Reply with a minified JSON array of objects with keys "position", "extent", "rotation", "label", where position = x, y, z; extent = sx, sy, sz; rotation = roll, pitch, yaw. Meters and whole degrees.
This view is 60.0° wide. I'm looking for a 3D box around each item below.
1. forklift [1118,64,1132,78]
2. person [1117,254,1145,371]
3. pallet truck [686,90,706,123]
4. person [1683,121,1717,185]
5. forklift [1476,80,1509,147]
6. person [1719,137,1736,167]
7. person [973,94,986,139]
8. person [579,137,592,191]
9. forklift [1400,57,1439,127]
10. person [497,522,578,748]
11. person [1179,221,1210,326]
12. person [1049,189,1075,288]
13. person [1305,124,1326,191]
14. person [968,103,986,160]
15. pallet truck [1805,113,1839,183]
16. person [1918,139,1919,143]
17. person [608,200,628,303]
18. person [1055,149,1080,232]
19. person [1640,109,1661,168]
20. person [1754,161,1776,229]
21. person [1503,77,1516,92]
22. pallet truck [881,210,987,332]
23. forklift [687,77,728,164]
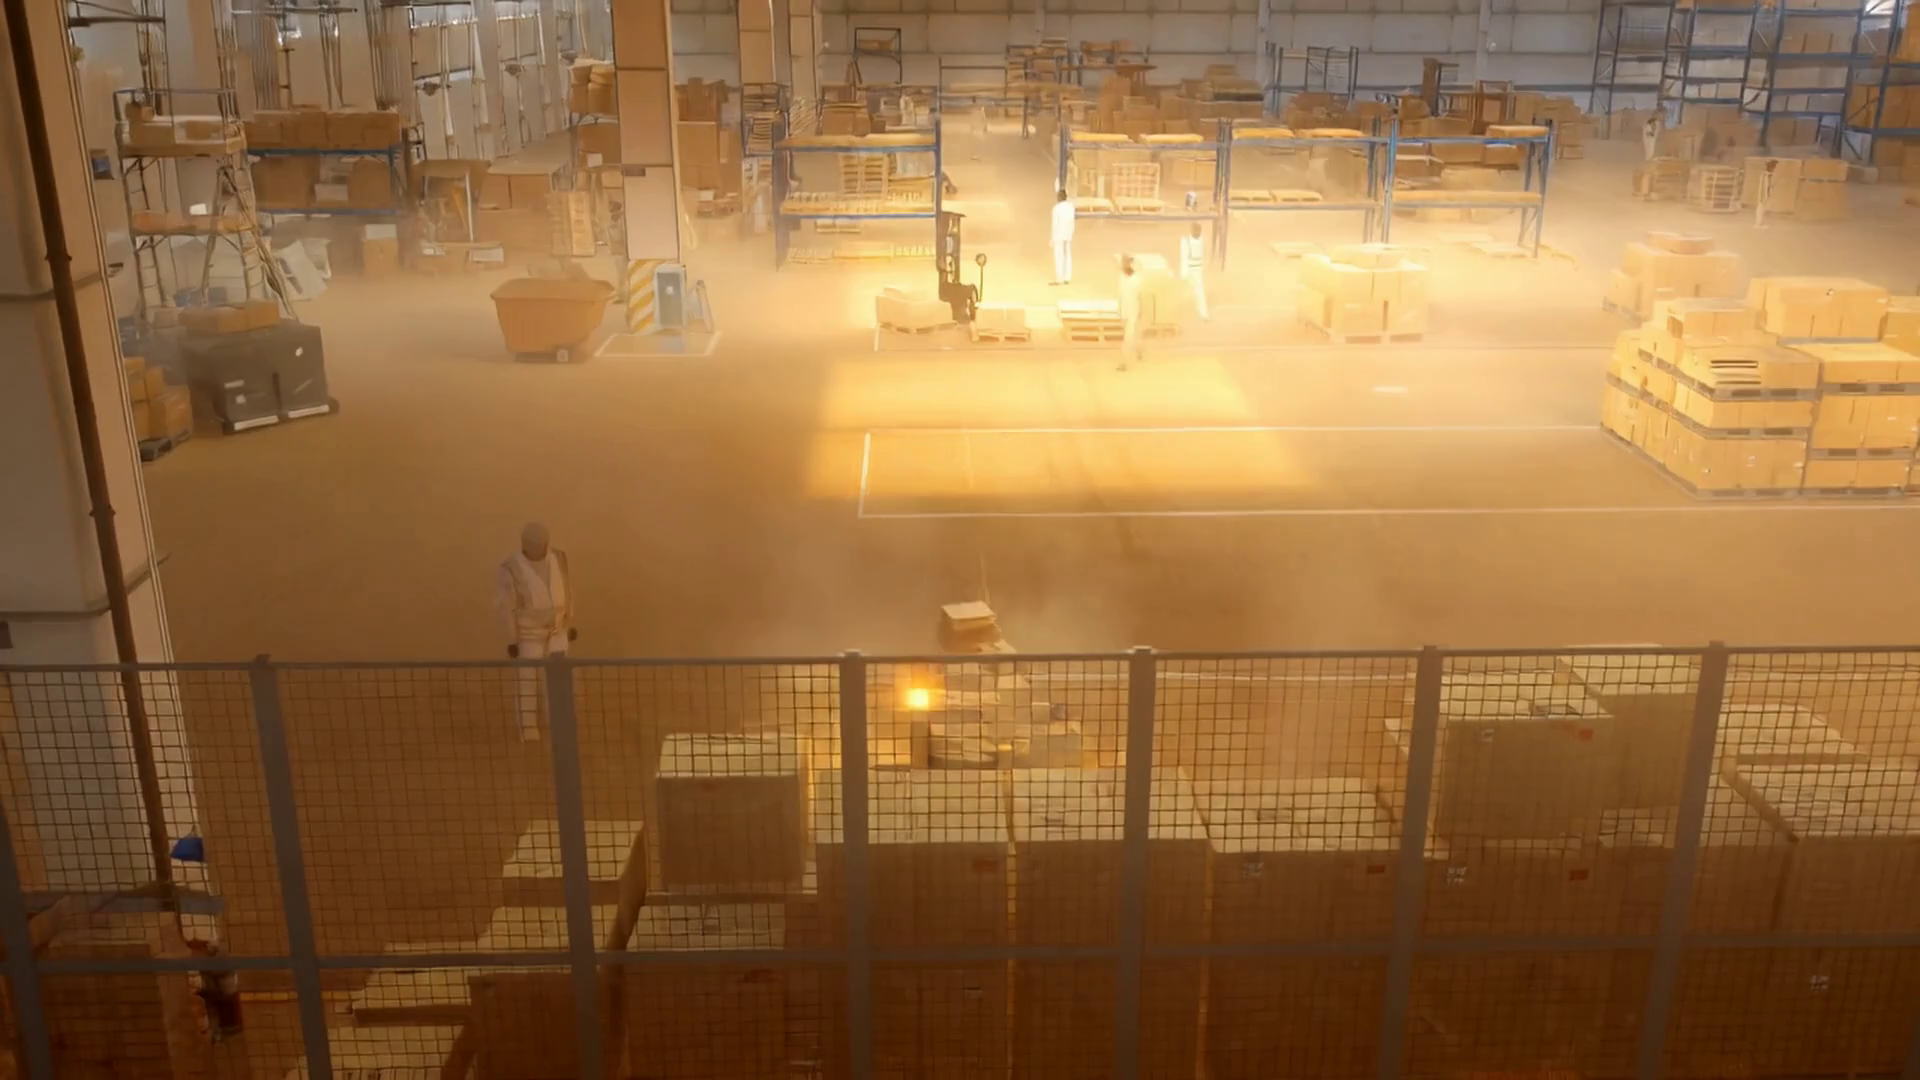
[{"position":[6.251,-16.612,63.152],"extent":[1.873,2.768,1.129],"rotation":[5,19,15],"label":"forklift"},{"position":[2.724,-3.600,26.171],"extent":[0.539,1.846,0.677],"rotation":[18,25,42],"label":"person"},{"position":[-9.671,-15.907,62.421],"extent":[0.823,1.965,1.885],"rotation":[5,19,15],"label":"pallet truck"},{"position":[21.983,-11.369,49.044],"extent":[0.611,1.939,1.039],"rotation":[-10,21,-28],"label":"person"},{"position":[17.107,-13.435,53.727],"extent":[1.129,2.768,1.873],"rotation":[7,20,19],"label":"forklift"},{"position":[21.820,-10.651,47.363],"extent":[0.545,1.649,0.888],"rotation":[-4,19,-11],"label":"person"},{"position":[0.734,-16.309,64.083],"extent":[0.532,1.694,0.319],"rotation":[-5,19,-16],"label":"person"},{"position":[-9.946,-9.704,44.126],"extent":[0.368,1.928,0.585],"rotation":[-4,19,-12],"label":"person"},{"position":[19.363,-18.501,68.756],"extent":[1.873,2.768,1.129],"rotation":[-1,19,-1],"label":"forklift"},{"position":[-3.340,0.735,13.294],"extent":[0.429,1.839,0.634],"rotation":[18,25,42],"label":"person"},{"position":[4.134,-4.765,29.629],"extent":[0.565,1.841,0.966],"rotation":[-8,20,-22],"label":"person"},{"position":[2.020,-6.020,33.180],"extent":[0.357,1.938,0.638],"rotation":[17,25,41],"label":"person"},{"position":[10.412,-11.128,48.424],"extent":[0.637,1.894,1.033],"rotation":[-5,19,-15],"label":"person"},{"position":[0.573,-13.941,56.753],"extent":[0.765,1.896,0.470],"rotation":[17,25,40],"label":"person"},{"position":[26.403,-11.957,50.702],"extent":[0.823,1.965,1.885],"rotation":[6,19,16],"label":"pallet truck"},{"position":[31.647,-13.130,54.448],"extent":[0.676,1.821,0.628],"rotation":[1,19,4],"label":"person"},{"position":[-6.467,-5.485,31.611],"extent":[0.362,1.928,0.587],"rotation":[-13,22,-33],"label":"person"},{"position":[2.533,-8.454,40.244],"extent":[0.684,2.000,0.535],"rotation":[-16,24,-40],"label":"person"},{"position":[22.495,-13.042,54.060],"extent":[0.393,1.912,0.588],"rotation":[-3,19,-10],"label":"person"},{"position":[19.865,-8.511,41.031],"extent":[0.310,1.640,0.514],"rotation":[14,23,35],"label":"person"},{"position":[23.551,-18.894,71.400],"extent":[0.564,1.917,0.410],"rotation":[5,19,16],"label":"person"},{"position":[-0.493,-4.759,29.349],"extent":[1.885,1.965,0.823],"rotation":[-13,23,-34],"label":"pallet truck"},{"position":[-8.726,-13.868,55.012],"extent":[1.873,2.768,1.129],"rotation":[-1,19,-1],"label":"forklift"}]
